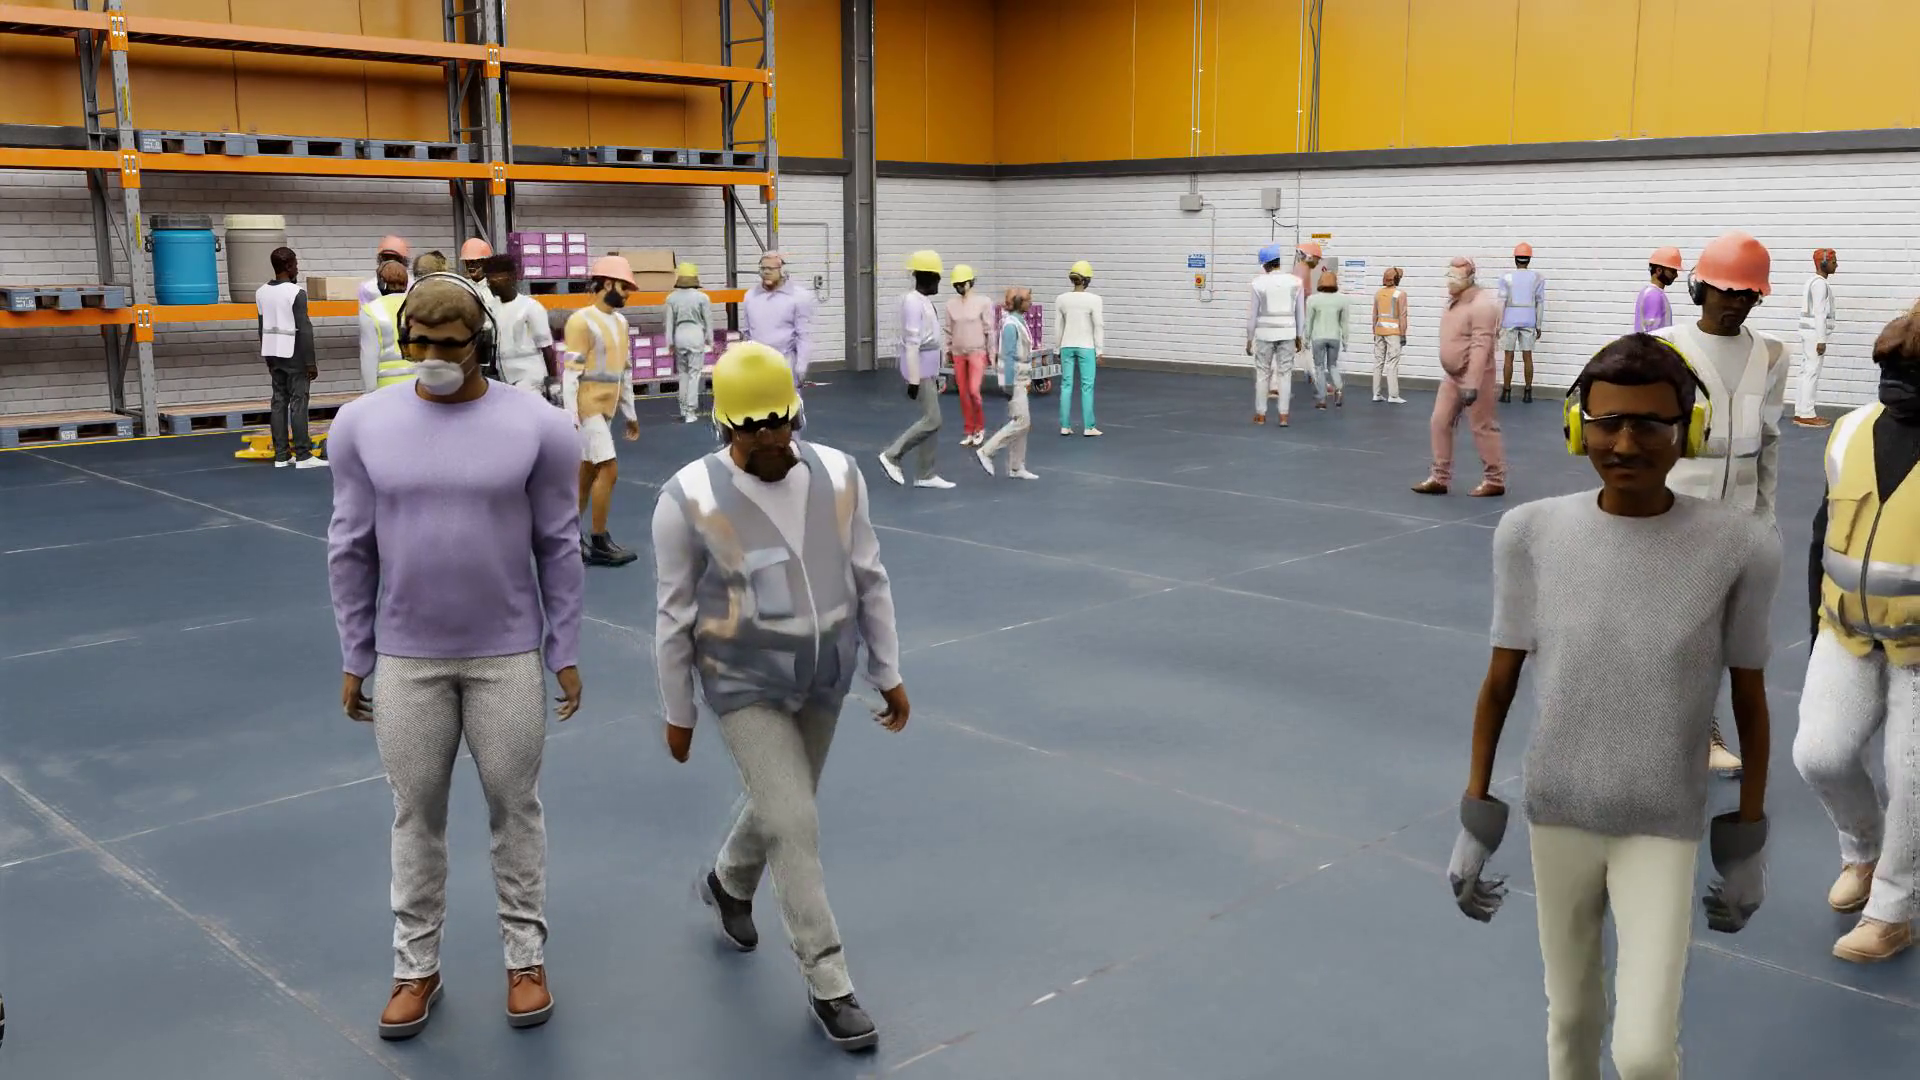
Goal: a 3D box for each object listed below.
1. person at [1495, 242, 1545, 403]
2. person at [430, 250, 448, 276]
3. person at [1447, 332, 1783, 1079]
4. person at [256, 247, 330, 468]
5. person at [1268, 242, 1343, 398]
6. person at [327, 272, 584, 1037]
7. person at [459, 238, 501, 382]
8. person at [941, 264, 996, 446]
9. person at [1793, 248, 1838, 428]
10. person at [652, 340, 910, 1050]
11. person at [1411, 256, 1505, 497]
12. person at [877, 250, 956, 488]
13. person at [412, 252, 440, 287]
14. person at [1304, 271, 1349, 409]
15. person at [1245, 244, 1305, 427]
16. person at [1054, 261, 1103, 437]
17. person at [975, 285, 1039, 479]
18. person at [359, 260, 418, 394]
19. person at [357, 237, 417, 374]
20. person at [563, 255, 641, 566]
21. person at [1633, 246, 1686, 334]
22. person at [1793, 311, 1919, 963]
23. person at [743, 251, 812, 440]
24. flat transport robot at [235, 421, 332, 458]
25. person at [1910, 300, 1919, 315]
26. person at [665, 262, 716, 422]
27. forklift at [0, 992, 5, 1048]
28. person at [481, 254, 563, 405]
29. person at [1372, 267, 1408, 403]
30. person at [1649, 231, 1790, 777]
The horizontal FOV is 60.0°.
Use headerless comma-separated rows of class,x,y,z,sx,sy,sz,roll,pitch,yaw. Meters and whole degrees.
person,6.771,-2.628,20.157,0.551,1.934,0.373,1,10,8
person,-5.612,-2.184,17.958,0.538,1.860,0.327,-9,14,-40
person,1.194,0.545,3.083,0.537,1.849,0.480,6,12,32
person,-5.849,-1.578,14.482,0.592,1.919,0.392,5,12,27
person,4.313,-2.707,20.624,0.988,1.925,0.676,2,11,9
person,-1.264,0.296,4.229,0.627,1.933,0.372,-2,11,-9
person,-4.008,-1.520,13.958,0.622,1.994,0.381,1,10,7
person,0.064,-1.767,15.972,0.541,1.743,0.444,5,12,27
person,9.085,-2.137,17.631,0.356,1.882,0.574,3,11,16
person,-0.505,0.349,4.383,0.609,1.773,0.924,-8,13,-36
person,3.874,-1.236,12.781,0.836,1.863,0.665,-3,11,-15
person,-0.326,-1.343,13.225,0.513,1.908,0.596,1,10,7
person,-4.050,-1.299,13.053,0.952,1.900,0.634,4,11,23
person,4.263,-2.316,19.341,0.497,1.617,0.406,-1,10,-6
person,3.343,-2.142,17.652,0.640,1.930,0.394,0,10,0
person,1.202,-1.923,16.779,0.526,1.768,0.331,5,12,28
person,0.412,-1.288,13.717,0.432,1.626,0.519,2,11,9
person,-4.067,-1.097,12.070,0.430,1.845,0.624,9,14,39
person,-4.964,-1.655,14.699,0.625,1.988,0.984,-2,11,-13
person,-2.208,-0.793,10.264,0.653,1.892,0.579,2,11,12
person,5.839,-1.491,13.985,0.374,1.928,0.543,3,11,15
person,2.618,0.282,4.619,0.436,1.824,0.630,-6,12,-29
person,-1.543,-1.450,13.860,0.644,1.890,0.511,3,11,16
flat transport robot,-6.091,-0.939,15.493,0.652,0.197,1.431,1,10,4
person,7.164,-1.040,12.473,0.888,1.579,0.491,-1,10,-6
person,-2.928,-2.162,18.180,0.500,1.724,0.577,2,11,10
forklift,-3.245,0.323,3.363,2.313,2.155,1.214,2,11,13
person,-3.369,-1.261,12.878,0.601,1.902,1.036,8,13,38
person,5.192,-2.473,20.118,0.314,1.642,0.515,-6,12,-31
person,2.768,-0.112,6.175,0.605,2.034,0.393,-1,10,-6
